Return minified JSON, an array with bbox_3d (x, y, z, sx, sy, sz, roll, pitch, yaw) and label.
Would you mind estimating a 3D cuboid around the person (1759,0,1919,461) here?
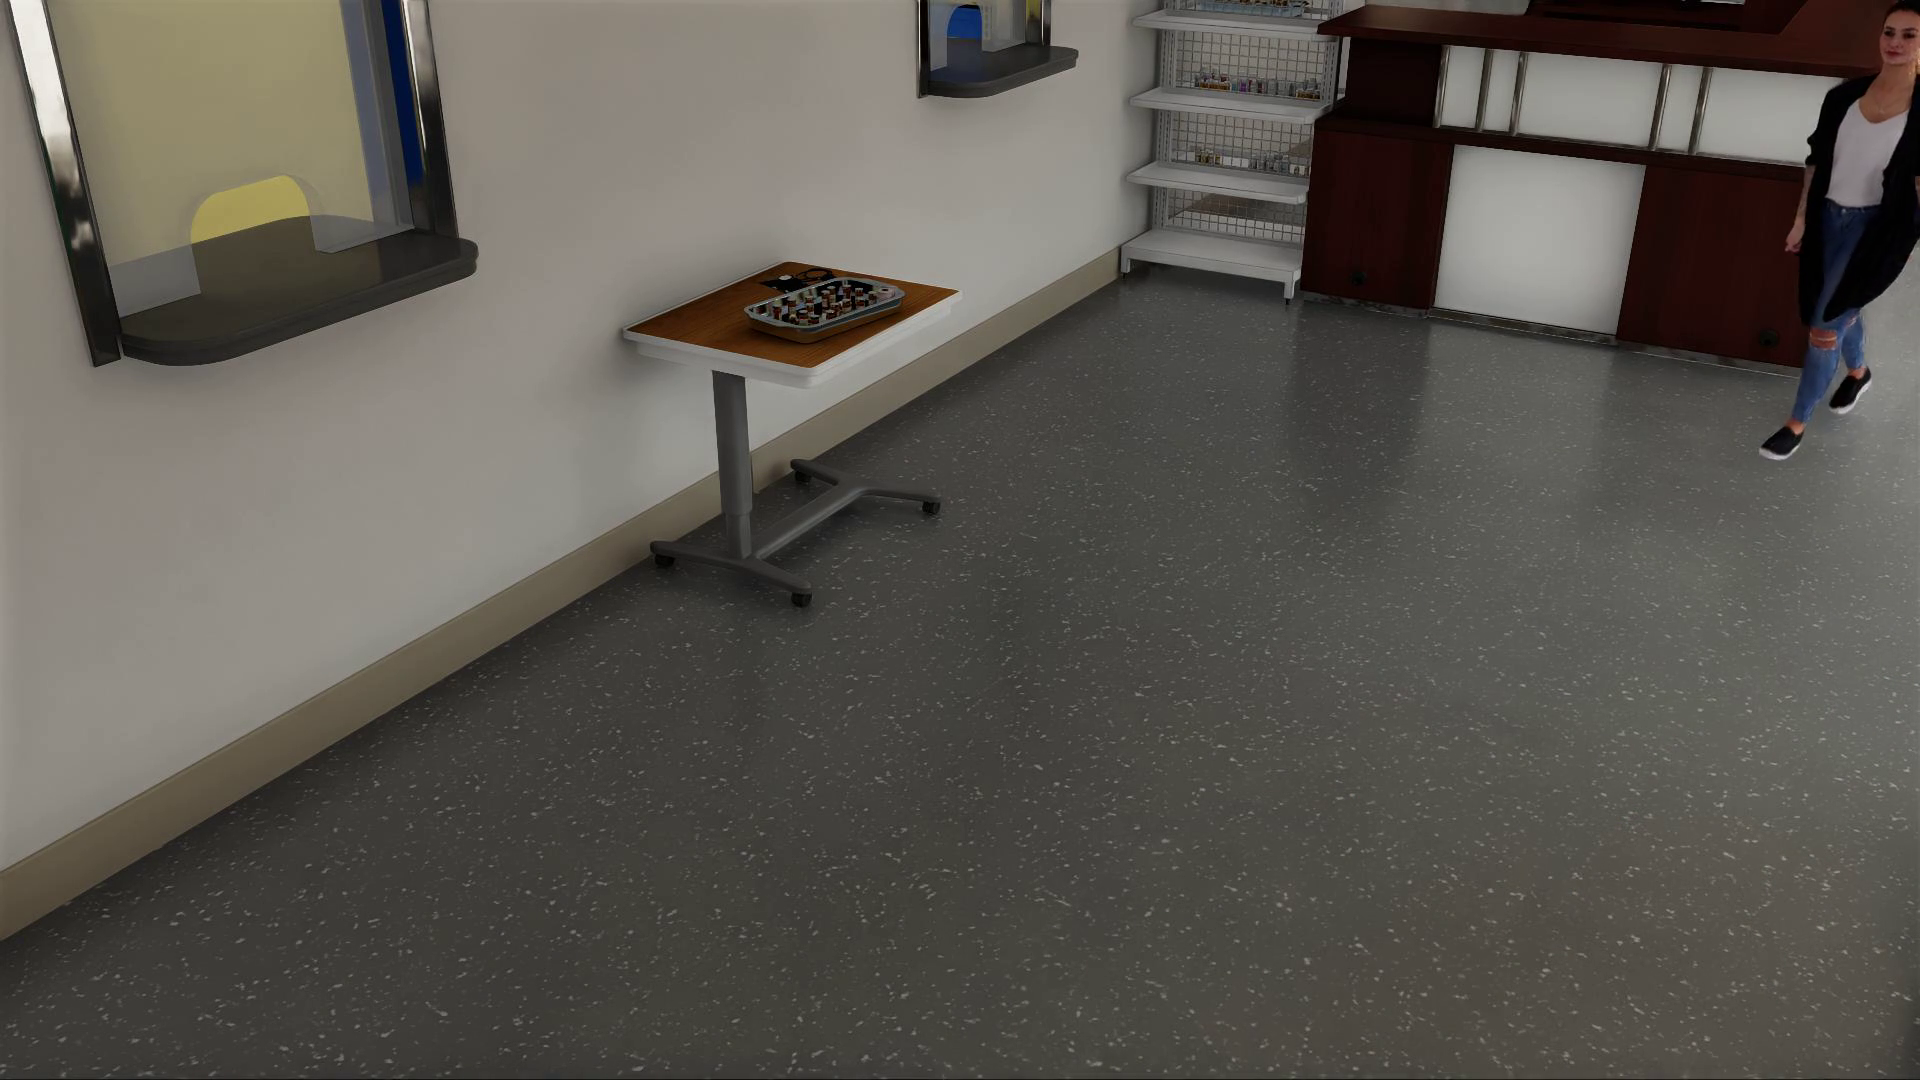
[{"bbox_3d":[3.375,-1.152,6.214,0.955,1.643,1.142,-20,32,-35],"label":"person"}]
